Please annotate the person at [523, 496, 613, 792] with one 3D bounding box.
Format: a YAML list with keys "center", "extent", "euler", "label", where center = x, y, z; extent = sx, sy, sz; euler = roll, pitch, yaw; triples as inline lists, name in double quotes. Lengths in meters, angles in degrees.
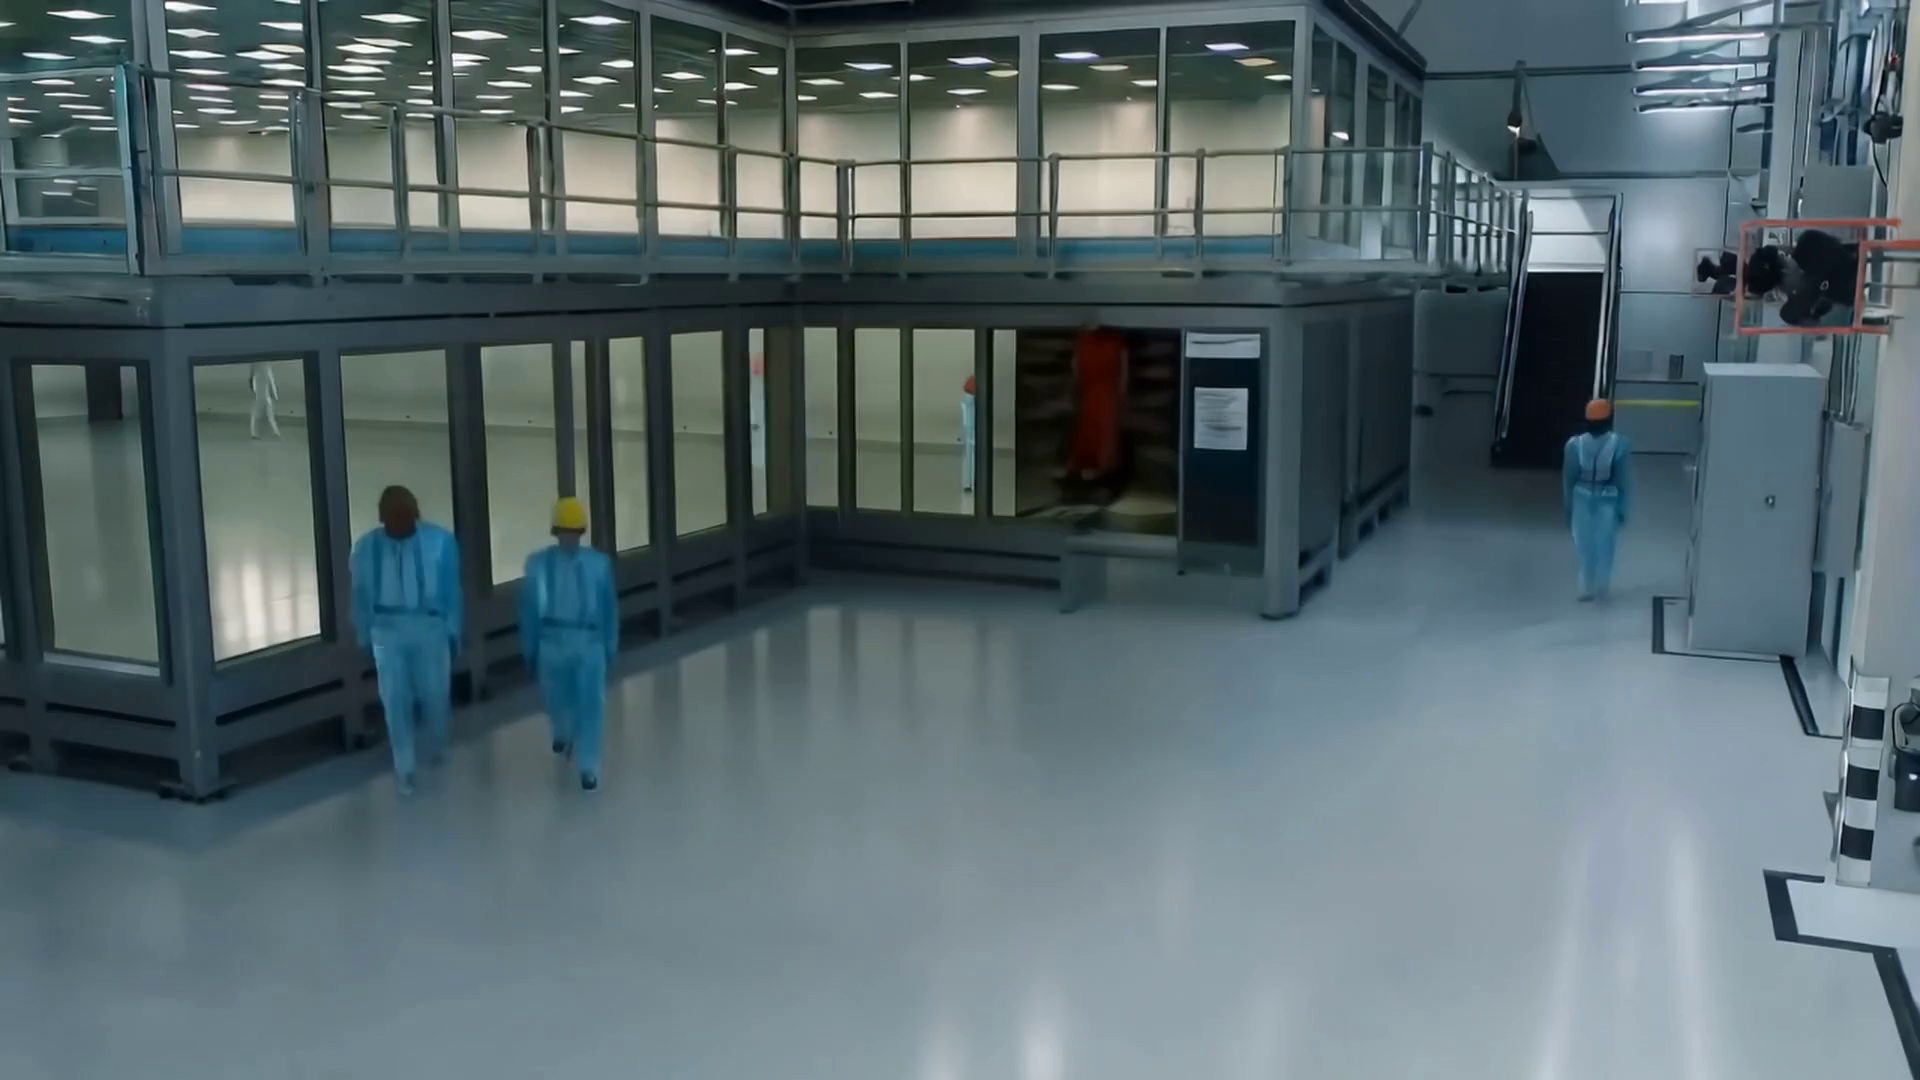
- center: [-2.349, 0.580, 10.005]
  extent: [0.526, 1.740, 0.769]
  euler: [-2, 10, -14]
  label: "person"

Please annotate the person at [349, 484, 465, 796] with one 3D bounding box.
- center: [-3.257, 0.565, 9.834]
  extent: [0.643, 1.824, 0.539]
  euler: [-3, 10, -16]
  label: "person"

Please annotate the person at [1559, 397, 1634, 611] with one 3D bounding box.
- center: [5.715, -0.323, 14.967]
  extent: [0.637, 1.930, 0.466]
  euler: [5, 10, 26]
  label: "person"
